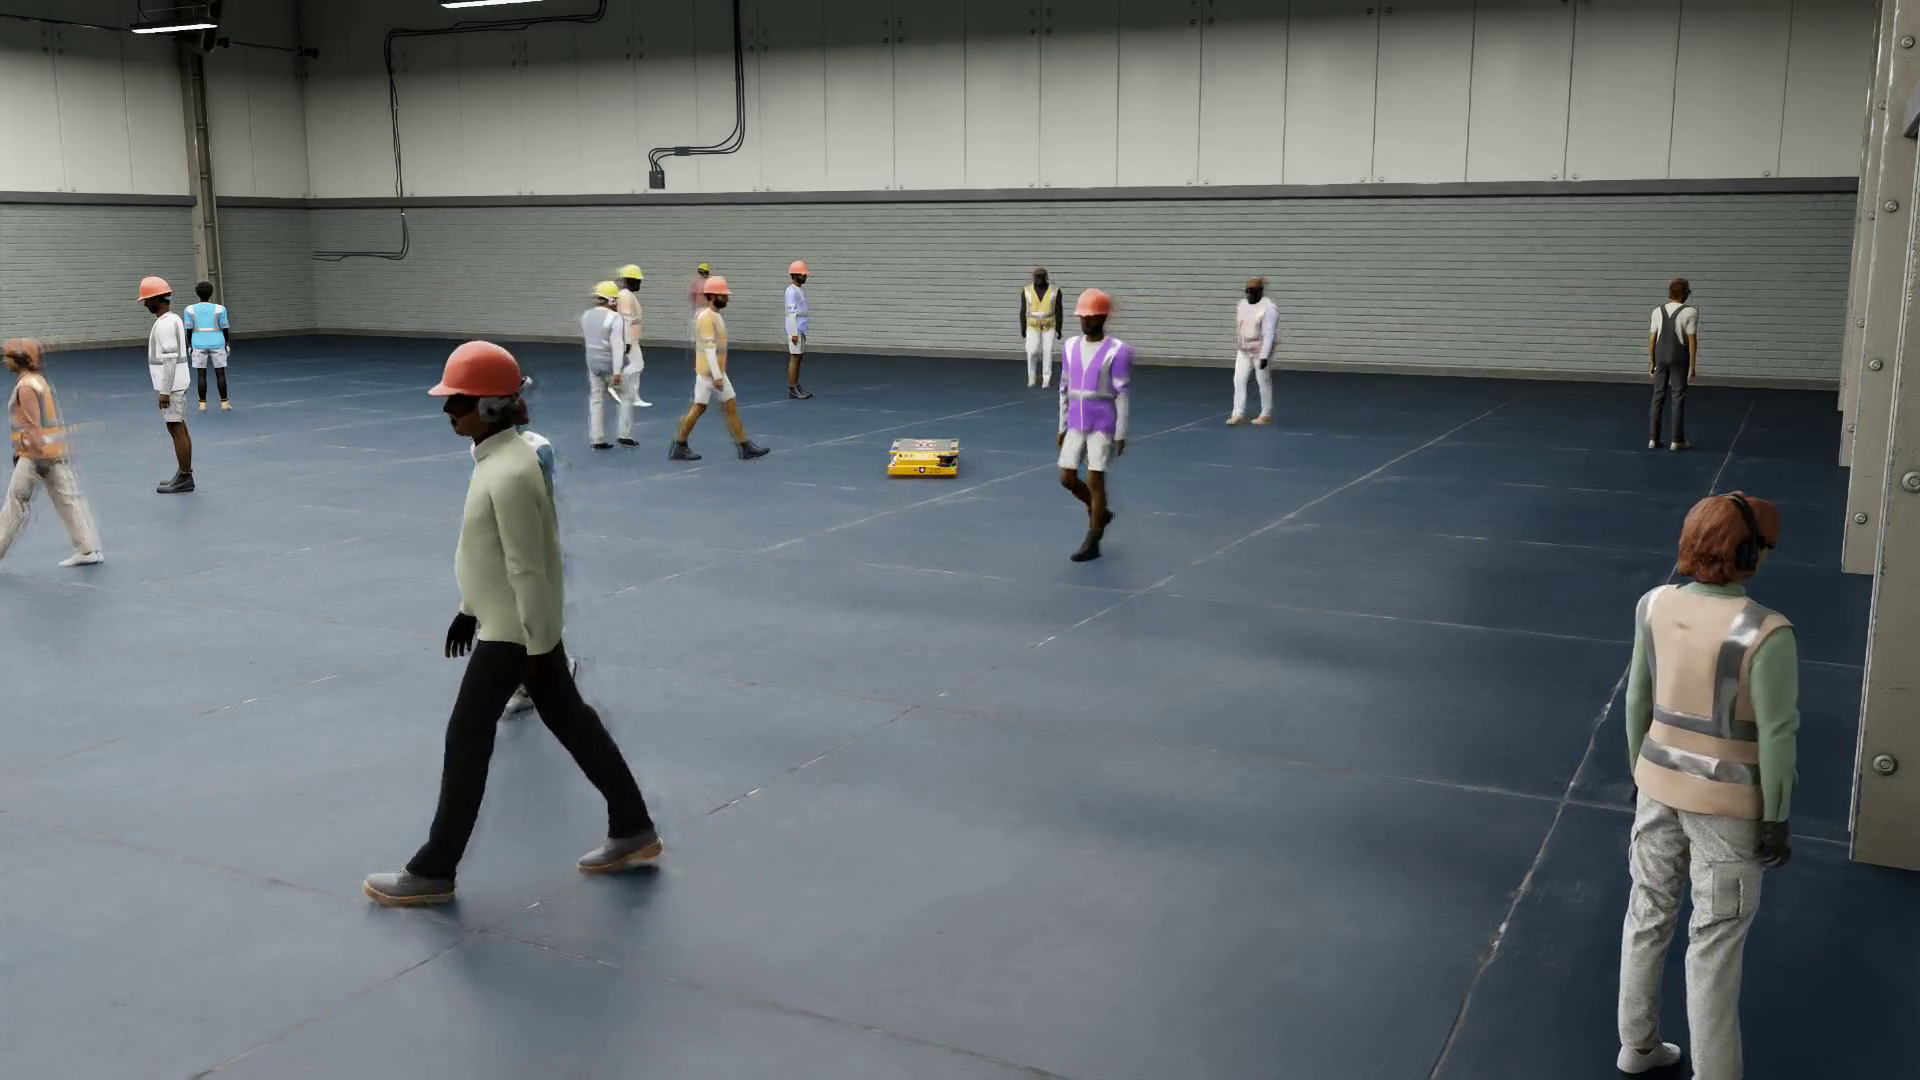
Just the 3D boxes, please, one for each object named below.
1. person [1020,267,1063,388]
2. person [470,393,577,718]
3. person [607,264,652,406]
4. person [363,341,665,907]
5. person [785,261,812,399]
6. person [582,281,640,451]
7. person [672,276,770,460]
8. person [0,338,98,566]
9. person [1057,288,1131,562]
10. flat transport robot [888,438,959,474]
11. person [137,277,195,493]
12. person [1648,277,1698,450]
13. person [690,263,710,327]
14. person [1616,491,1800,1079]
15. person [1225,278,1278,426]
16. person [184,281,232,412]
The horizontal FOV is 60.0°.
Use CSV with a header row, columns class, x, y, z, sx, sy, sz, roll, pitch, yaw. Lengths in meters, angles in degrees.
class,x,y,z,sx,sy,sz,roll,pitch,yaw
person,1.224,-3.189,25.015,0.642,1.822,0.506,1,10,6
person,-2.107,0.050,7.900,0.538,1.624,0.393,6,12,31
person,-4.413,-2.718,22.232,0.465,1.912,0.585,-1,10,-5
person,-1.536,0.282,5.778,1.032,1.949,0.603,-2,11,-12
person,-2.267,-2.950,23.411,0.356,1.937,0.552,1,10,6
person,-3.726,-1.855,17.793,0.597,1.810,0.632,7,12,32
person,-2.499,-1.736,16.952,1.014,1.882,0.567,1,10,8
person,-6.402,-0.569,11.365,0.856,1.597,0.524,-3,11,-18
person,0.957,-0.821,11.825,0.560,1.927,0.521,8,13,36
flat transport robot,-0.348,-0.834,16.424,0.652,0.197,1.431,0,10,1
person,-7.098,-1.381,14.884,0.373,1.928,0.543,-3,11,-18
person,7.661,-1.890,17.884,0.344,1.845,0.506,-9,14,-40
person,-4.906,-4.426,31.929,0.527,1.768,0.331,3,11,14
person,1.959,0.688,4.381,0.313,1.642,0.513,-4,11,-22
person,3.521,-2.239,19.964,0.841,1.782,0.641,-8,13,-38
person,-9.827,-2.528,21.756,0.541,1.700,0.315,-4,11,-20
